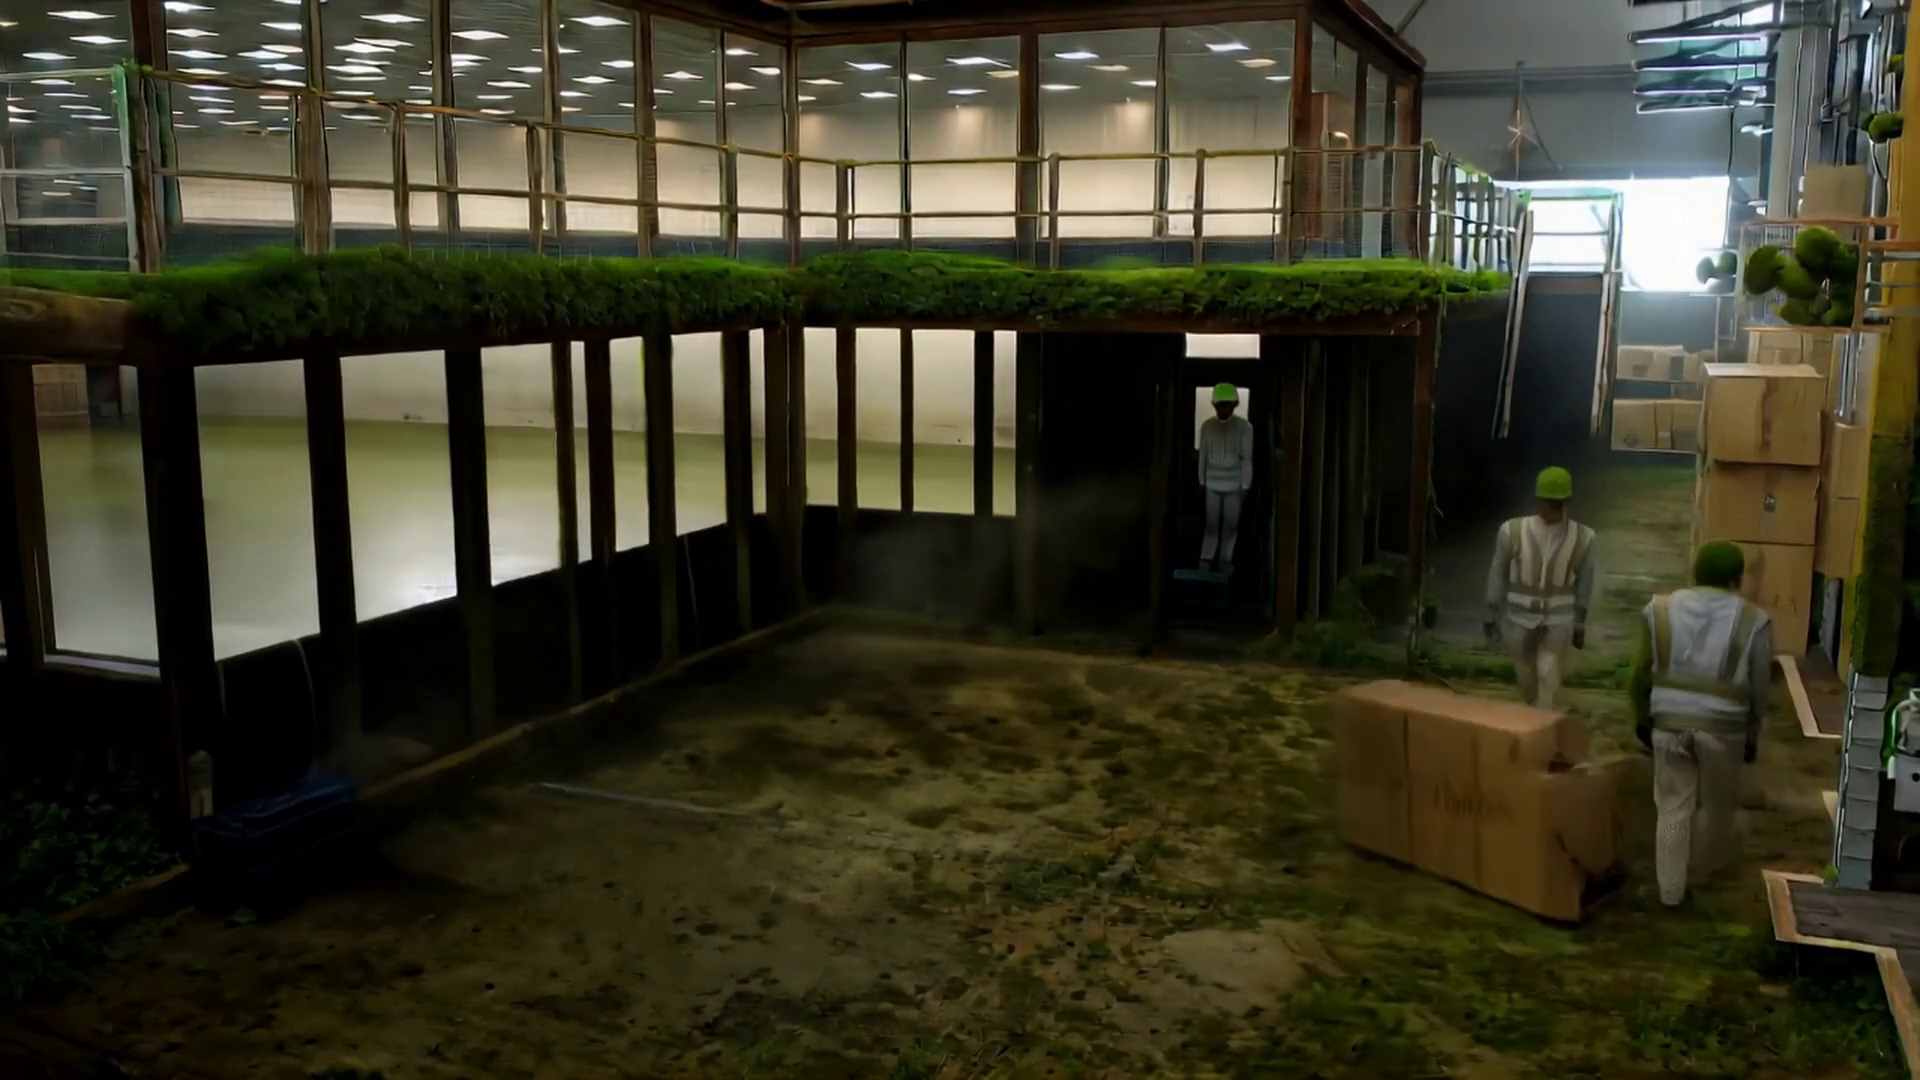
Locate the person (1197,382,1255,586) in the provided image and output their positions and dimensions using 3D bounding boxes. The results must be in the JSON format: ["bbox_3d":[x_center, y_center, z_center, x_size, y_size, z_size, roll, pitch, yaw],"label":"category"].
[{"bbox_3d":[2.574,-0.548,16.214,0.408,1.986,0.619,-9,13,-44],"label":"person"}]

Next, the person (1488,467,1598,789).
[{"bbox_3d":[3.549,0.482,10.159,0.602,1.900,1.046,4,10,22],"label":"person"}]

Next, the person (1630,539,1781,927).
[{"bbox_3d":[3.538,0.882,7.947,0.646,1.797,0.886,5,10,27],"label":"person"}]
